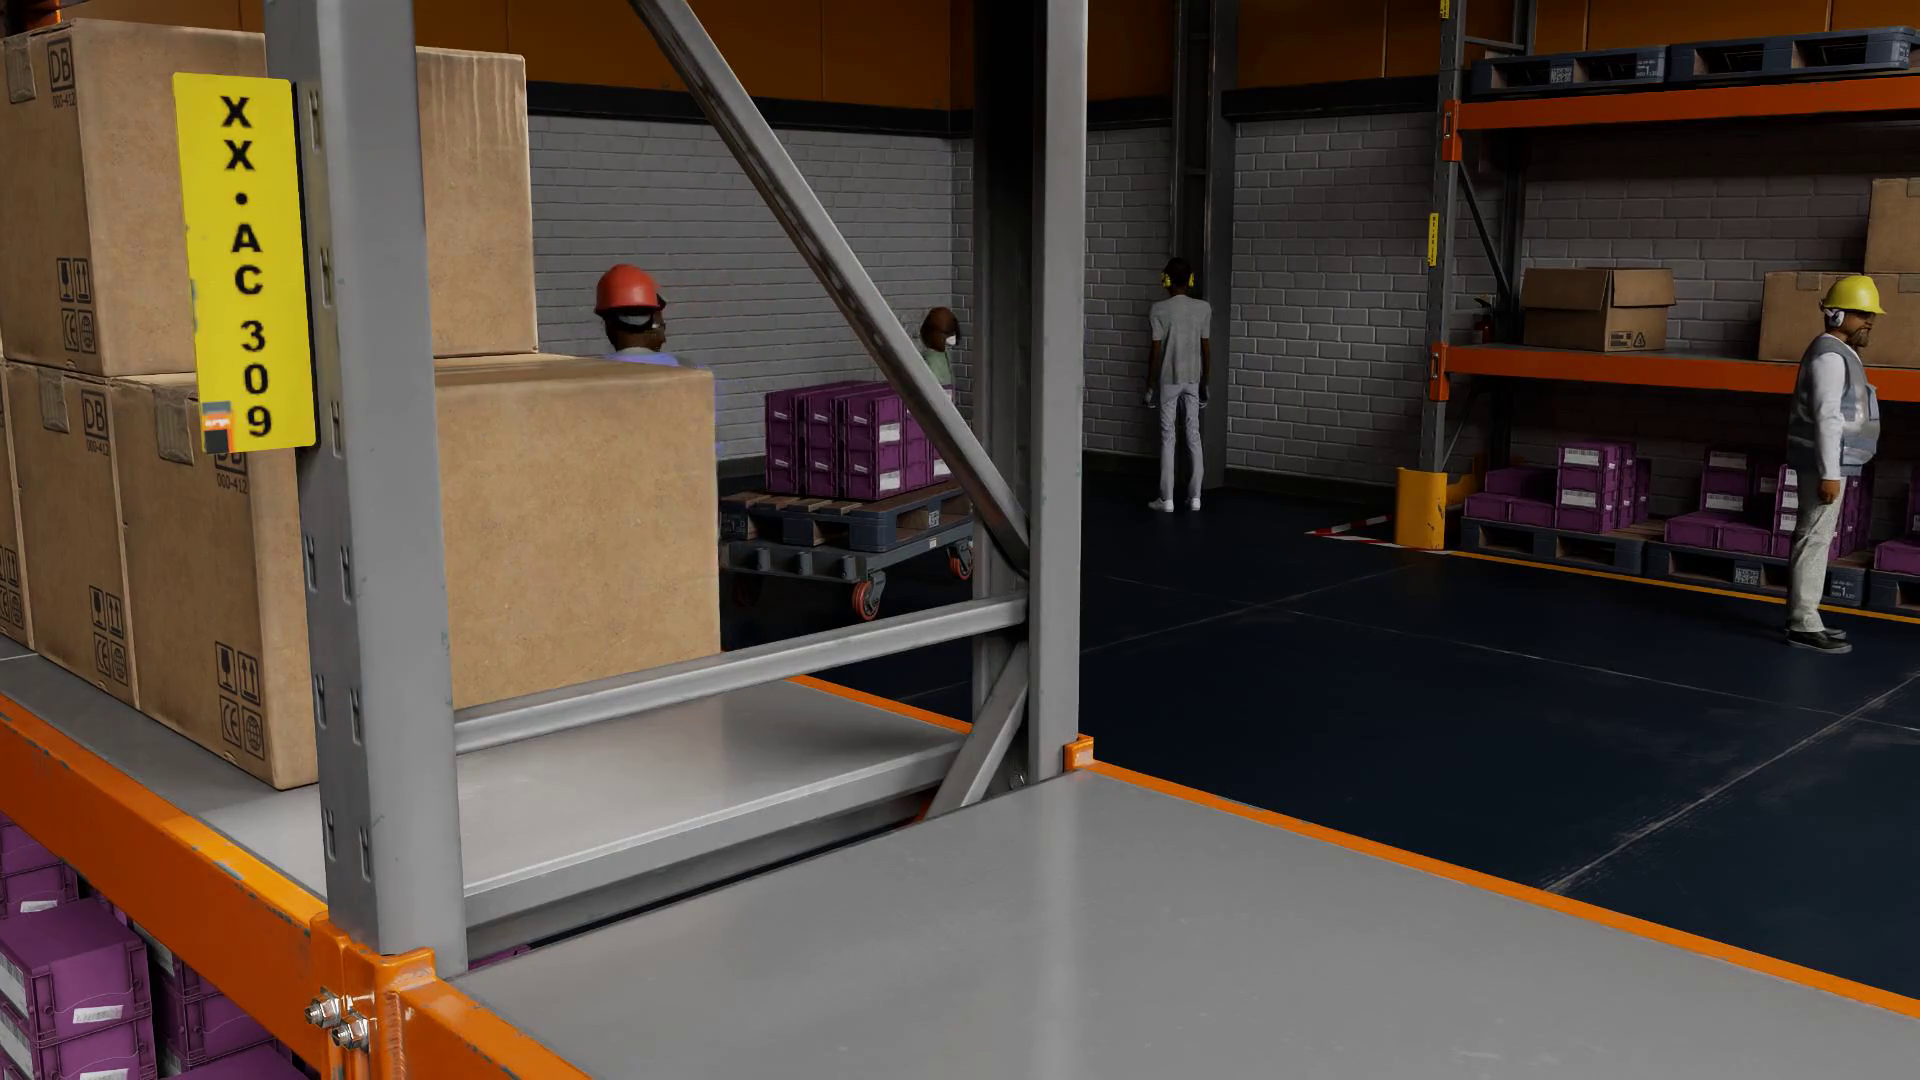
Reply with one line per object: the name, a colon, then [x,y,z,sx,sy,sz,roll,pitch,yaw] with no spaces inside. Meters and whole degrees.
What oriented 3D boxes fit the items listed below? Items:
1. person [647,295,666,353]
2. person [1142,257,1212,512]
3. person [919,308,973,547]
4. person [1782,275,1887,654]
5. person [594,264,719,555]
person: [-1.384,-0.110,6.778,0.975,1.820,0.534,0,10,2]
person: [1.591,-1.133,12.209,0.521,1.865,0.327,-3,11,-15]
person: [-0.186,-0.673,10.479,0.844,1.581,0.498,2,11,9]
person: [4.276,-0.375,8.169,0.404,1.828,0.591,5,12,27]
person: [-1.242,-0.071,6.288,0.561,1.906,0.732,-6,12,-31]
